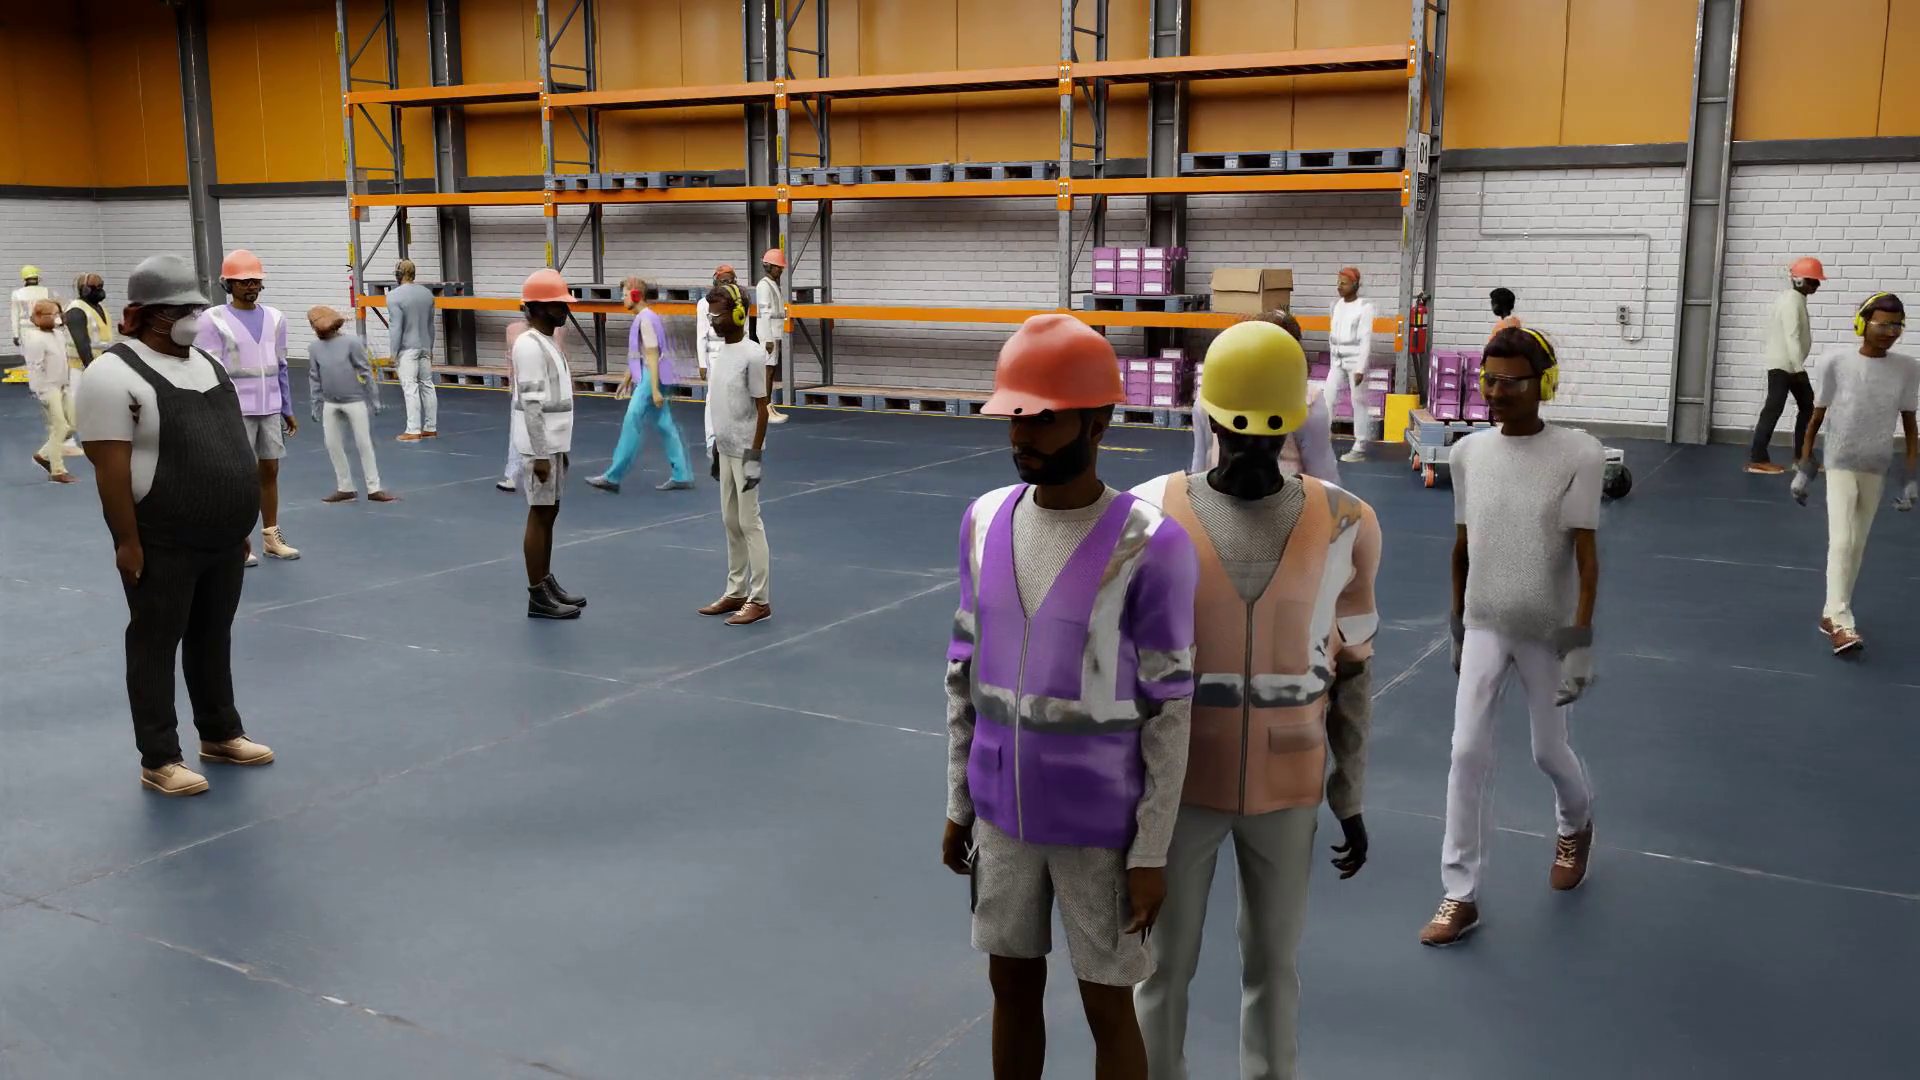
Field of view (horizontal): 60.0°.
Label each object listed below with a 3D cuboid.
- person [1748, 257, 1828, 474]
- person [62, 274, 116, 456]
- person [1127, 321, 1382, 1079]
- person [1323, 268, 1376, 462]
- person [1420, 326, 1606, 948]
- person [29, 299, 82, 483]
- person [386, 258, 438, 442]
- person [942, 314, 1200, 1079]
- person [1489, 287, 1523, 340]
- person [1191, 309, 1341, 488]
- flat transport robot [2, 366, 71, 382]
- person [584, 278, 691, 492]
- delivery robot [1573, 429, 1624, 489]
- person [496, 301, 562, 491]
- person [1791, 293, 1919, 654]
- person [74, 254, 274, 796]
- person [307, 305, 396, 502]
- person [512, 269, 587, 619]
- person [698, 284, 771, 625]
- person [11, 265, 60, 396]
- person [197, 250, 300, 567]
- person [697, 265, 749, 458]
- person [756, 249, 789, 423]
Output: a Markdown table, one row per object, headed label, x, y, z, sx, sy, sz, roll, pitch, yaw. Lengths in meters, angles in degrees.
| label | x | y | z | sx | sy | sz | roll | pitch | yaw |
| --- | --- | --- | --- | --- | --- | --- | --- | --- | --- |
| person | 7.576 | -1.549 | 14.981 | 0.809 | 1.957 | 0.618 | 7 | 12 | 34 |
| person | -8.498 | -1.714 | 16.407 | 0.961 | 1.792 | 0.670 | 0 | 10 | -1 |
| person | 0.577 | 0.504 | 3.486 | 0.584 | 1.918 | 0.376 | 0 | 10 | 0 |
| person | 3.593 | -1.638 | 15.786 | 0.853 | 1.853 | 0.613 | -6 | 12 | -31 |
| person | 1.739 | 0.264 | 5.100 | 0.535 | 1.838 | 0.894 | 8 | 13 | 38 |
| person | -7.905 | -1.292 | 14.508 | 0.391 | 1.615 | 0.518 | -1 | 10 | -4 |
| person | -5.803 | -1.998 | 17.597 | 0.375 | 1.939 | 0.628 | 5 | 11 | 25 |
| person | 0.187 | 0.530 | 3.284 | 0.545 | 1.938 | 0.356 | 7 | 12 | 35 |
| person | 5.155 | -1.568 | 15.901 | 0.540 | 1.670 | 0.536 | 6 | 12 | 31 |
| person | 1.357 | -0.075 | 7.119 | 0.942 | 1.795 | 0.656 | -10 | 14 | -43 |
| flat transport robot | -14.117 | -2.565 | 25.529 | 0.652 | 0.197 | 1.431 | -2 | 10 | -12 |
| person | -2.728 | -1.290 | 13.985 | 0.950 | 1.794 | 0.569 | -1 | 10 | -6 |
| delivery robot | 5.105 | -0.673 | 13.746 | 0.477 | 0.478 | 0.707 | -6 | 12 | -29 |
| person | -3.603 | -1.252 | 13.958 | 0.543 | 1.717 | 0.870 | 2 | 10 | 12 |
| person | 4.604 | -0.326 | 8.461 | 0.551 | 1.826 | 0.865 | 1 | 10 | 7 |
| person | -2.949 | -0.069 | 6.383 | 0.538 | 2.000 | 0.684 | 3 | 10 | 15 |
| person | -4.902 | -1.076 | 13.344 | 0.653 | 1.597 | 0.347 | 2 | 10 | 9 |
| person | -2.296 | -0.534 | 9.308 | 0.365 | 1.939 | 0.542 | 0 | 10 | -2 |
| person | -1.235 | -0.466 | 9.136 | 0.326 | 1.865 | 0.519 | -7 | 12 | -34 |
| person | -12.695 | -2.868 | 22.885 | 0.536 | 1.818 | 0.600 | 9 | 14 | 43 |
| person | -4.600 | -0.854 | 10.819 | 0.373 | 2.042 | 0.614 | 7 | 12 | 34 |
| person | -2.302 | -1.743 | 16.310 | 0.585 | 1.881 | 0.337 | -8 | 13 | -37 |
| person | -2.197 | -2.395 | 19.581 | 0.392 | 2.033 | 0.605 | 0 | 10 | 1 |
